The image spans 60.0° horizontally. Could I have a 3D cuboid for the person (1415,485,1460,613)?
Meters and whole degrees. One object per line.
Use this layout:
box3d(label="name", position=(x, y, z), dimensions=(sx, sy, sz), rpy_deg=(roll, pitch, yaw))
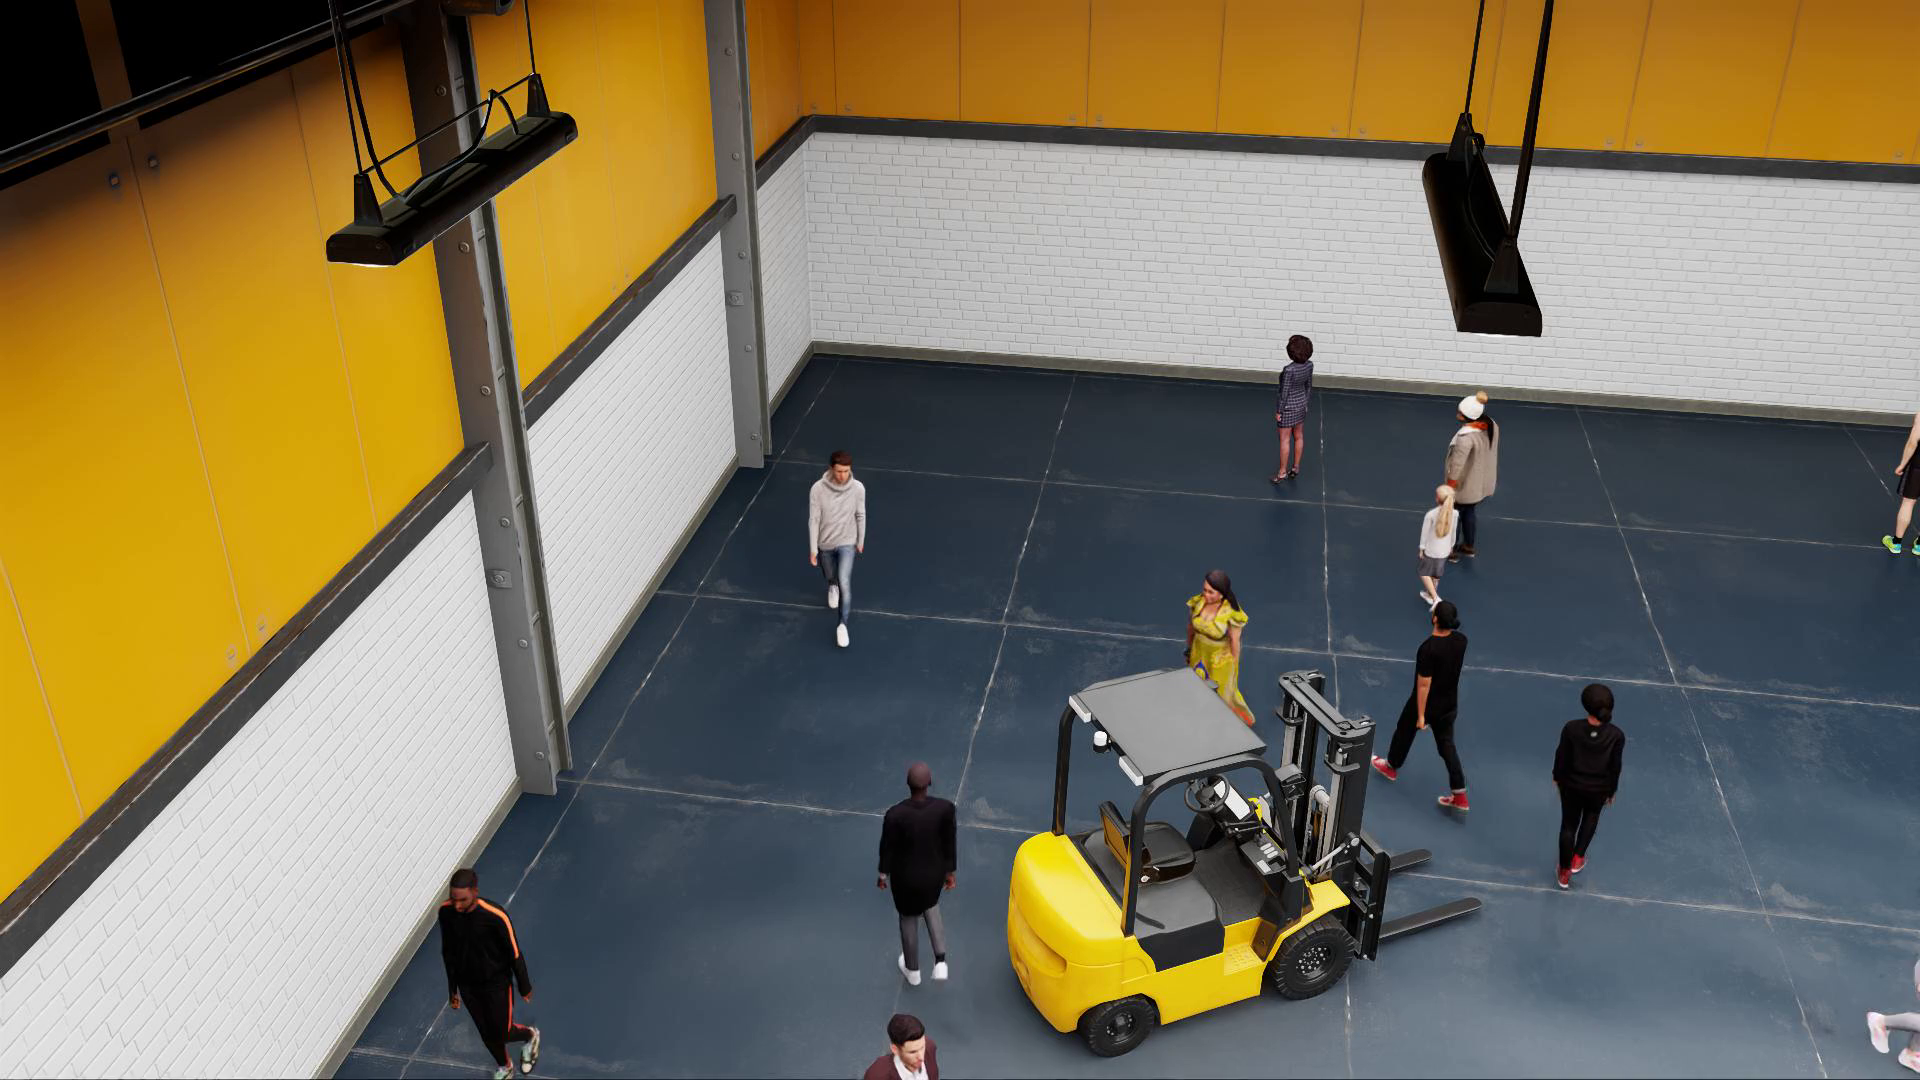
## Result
box3d(label="person", position=(4.456, 0.096, 15.461), dimensions=(0.673, 1.264, 0.798), rpy_deg=(-7, 29, -13))

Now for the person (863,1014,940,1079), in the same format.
box3d(label="person", position=(-0.364, 3.255, 9.096), dimensions=(1.249, 1.813, 1.243), rpy_deg=(-23, 36, -35))

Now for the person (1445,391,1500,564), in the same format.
box3d(label="person", position=(4.960, -0.579, 16.066), dimensions=(0.848, 1.868, 0.913), rpy_deg=(-15, 32, -26))

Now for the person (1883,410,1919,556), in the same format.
box3d(label="person", position=(9.518, -0.740, 16.341), dimensions=(0.699, 1.889, 0.563), rpy_deg=(7, 29, 12))

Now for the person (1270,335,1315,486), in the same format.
box3d(label="person", position=(3.549, -1.392, 17.731), dimensions=(0.699, 1.703, 0.763), rpy_deg=(-19, 34, -31))

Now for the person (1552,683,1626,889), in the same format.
box3d(label="person", position=(4.470, 1.806, 11.913), dimensions=(0.655, 1.658, 0.662), rpy_deg=(10, 30, 17))

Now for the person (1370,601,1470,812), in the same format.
box3d(label="person", position=(3.705, 1.306, 12.770), dimensions=(1.115, 1.716, 1.228), rpy_deg=(-16, 32, -27))

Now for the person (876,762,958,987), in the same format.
box3d(label="person", position=(-0.247, 2.274, 10.962), dimensions=(0.848, 1.748, 0.916), rpy_deg=(-10, 30, -18))

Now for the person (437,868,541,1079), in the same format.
box3d(label="person", position=(-2.878, 2.639, 10.257), dimensions=(0.656, 1.783, 0.755), rpy_deg=(7, 29, 13))

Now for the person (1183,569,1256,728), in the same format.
box3d(label="person", position=(2.100, 0.936, 13.521), dimensions=(0.995, 1.647, 1.081), rpy_deg=(20, 34, 32))

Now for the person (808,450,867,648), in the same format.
box3d(label="person", position=(-1.120, -0.019, 15.097), dimensions=(0.871, 1.813, 1.291), rpy_deg=(0, 29, -1))
